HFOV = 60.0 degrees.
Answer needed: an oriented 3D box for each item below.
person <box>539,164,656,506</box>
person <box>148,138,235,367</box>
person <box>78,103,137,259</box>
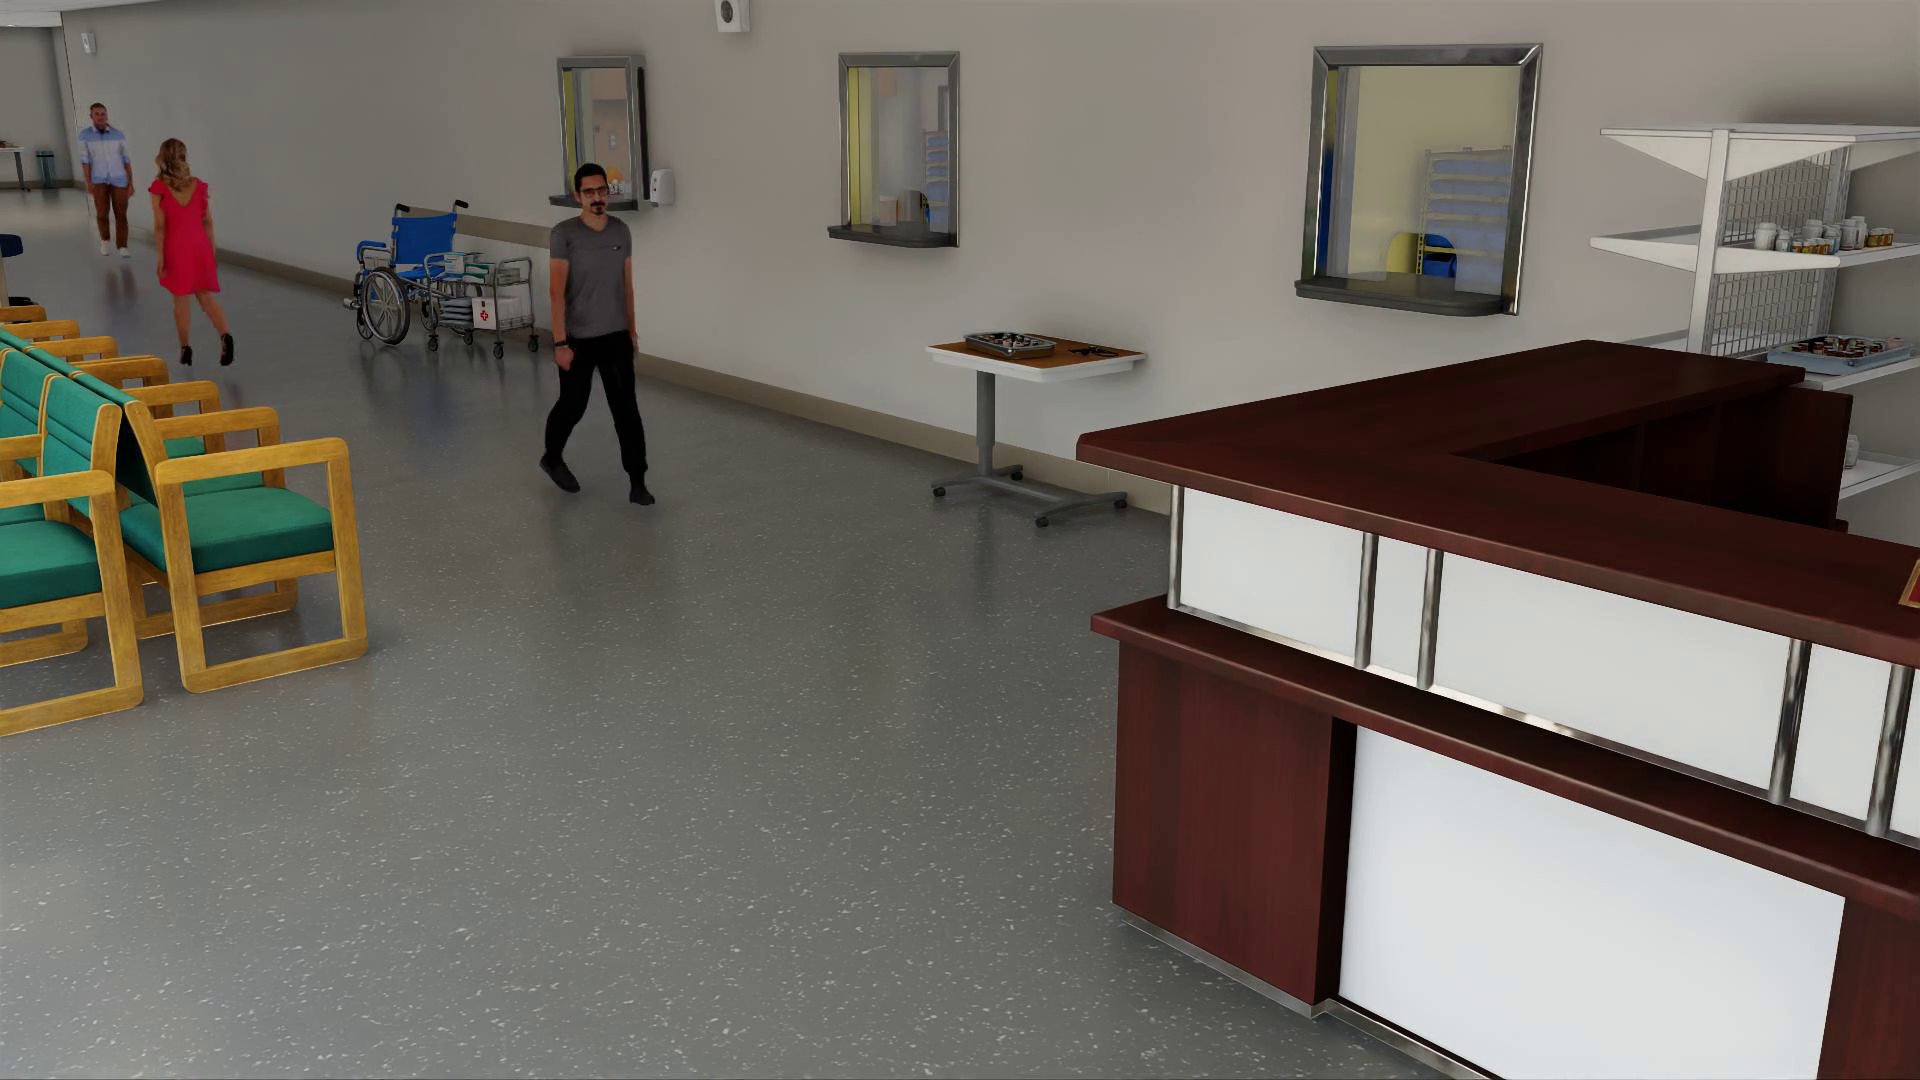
[{"bbox_3d":[-1.929,-1.047,8.557,1.102,1.727,0.762,-13,20,-38],"label":"person"},{"bbox_3d":[-5.646,-2.069,12.261,0.973,1.684,0.664,-14,21,-41],"label":"person"},{"bbox_3d":[-10.201,-4.293,19.914,0.618,1.811,0.772,-11,19,-33],"label":"person"}]
